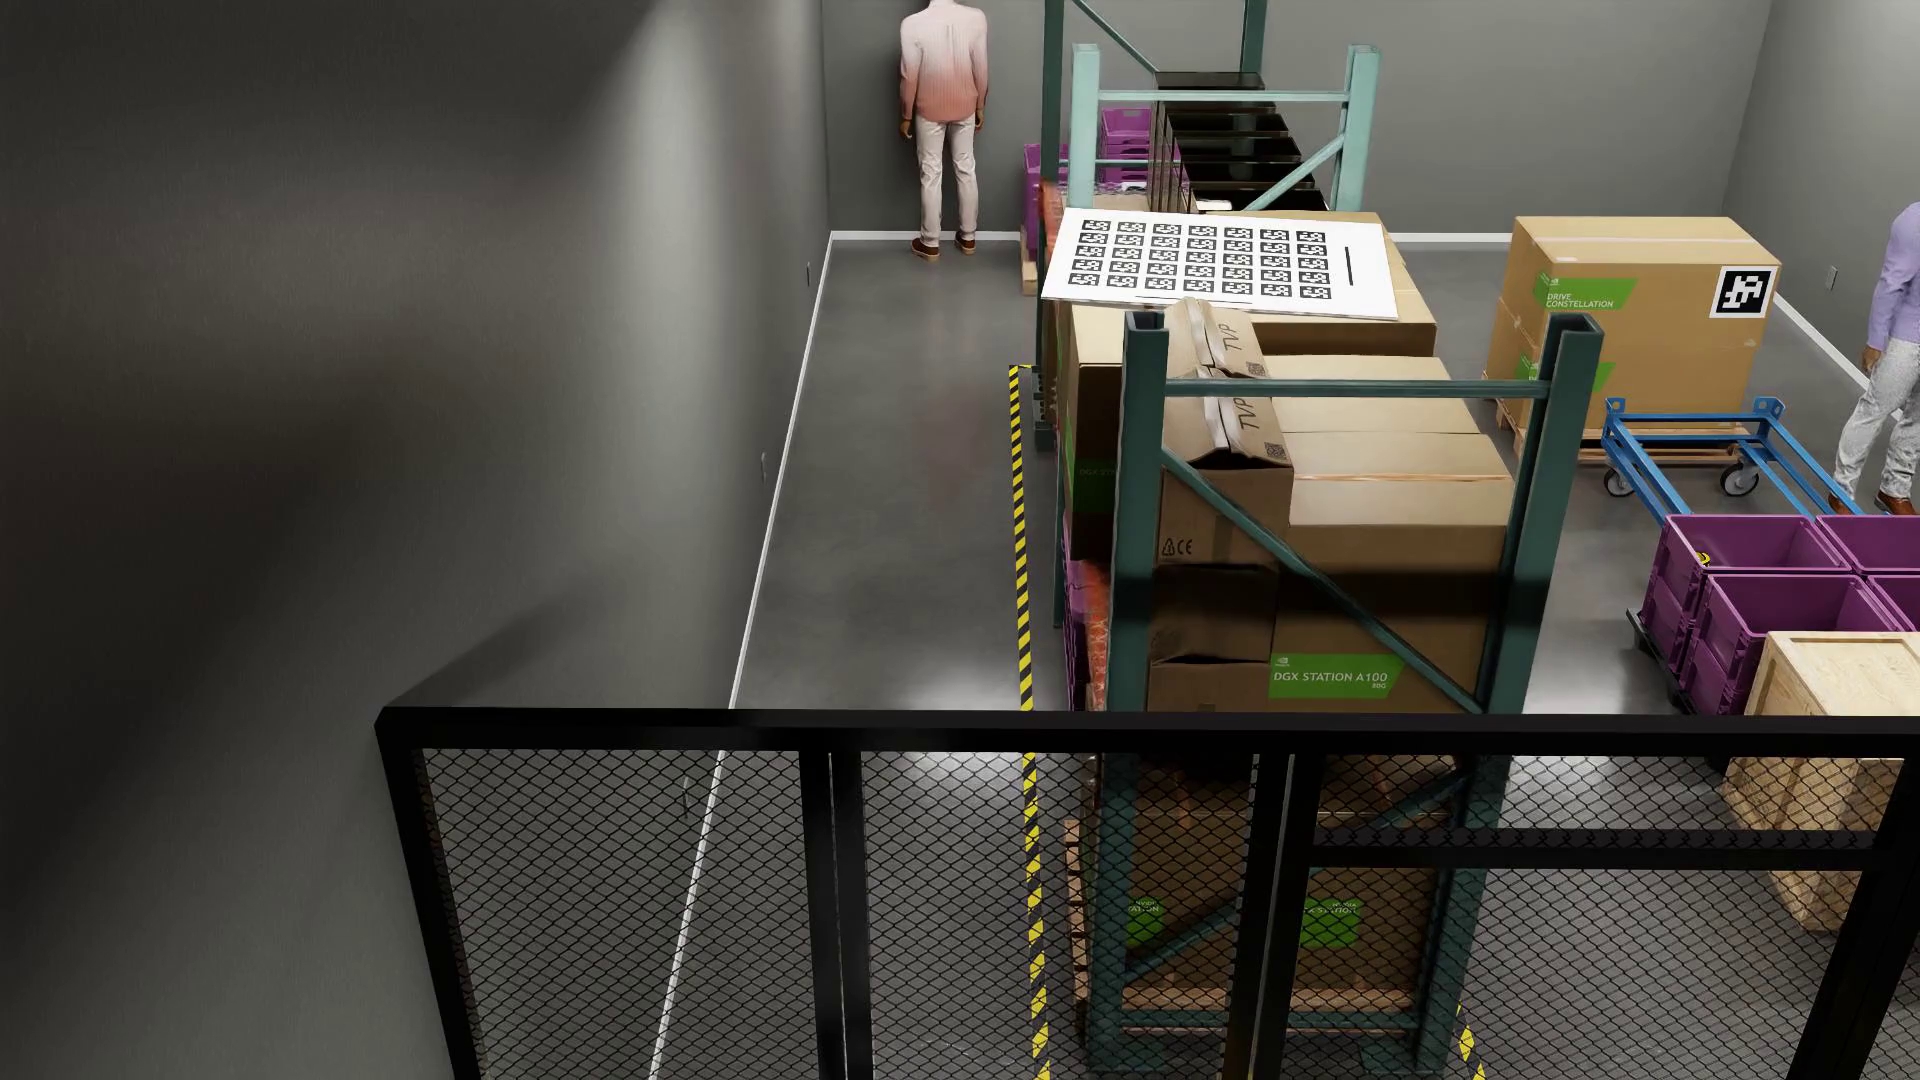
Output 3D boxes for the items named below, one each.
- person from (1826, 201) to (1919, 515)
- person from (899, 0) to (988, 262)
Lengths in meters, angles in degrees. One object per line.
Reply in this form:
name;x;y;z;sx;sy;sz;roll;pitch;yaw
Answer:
person;4.542;-0.941;7.779;0.629;1.939;0.371;0;31;0
person;-0.113;-2.812;10.831;0.610;1.996;0.379;-12;33;-19
